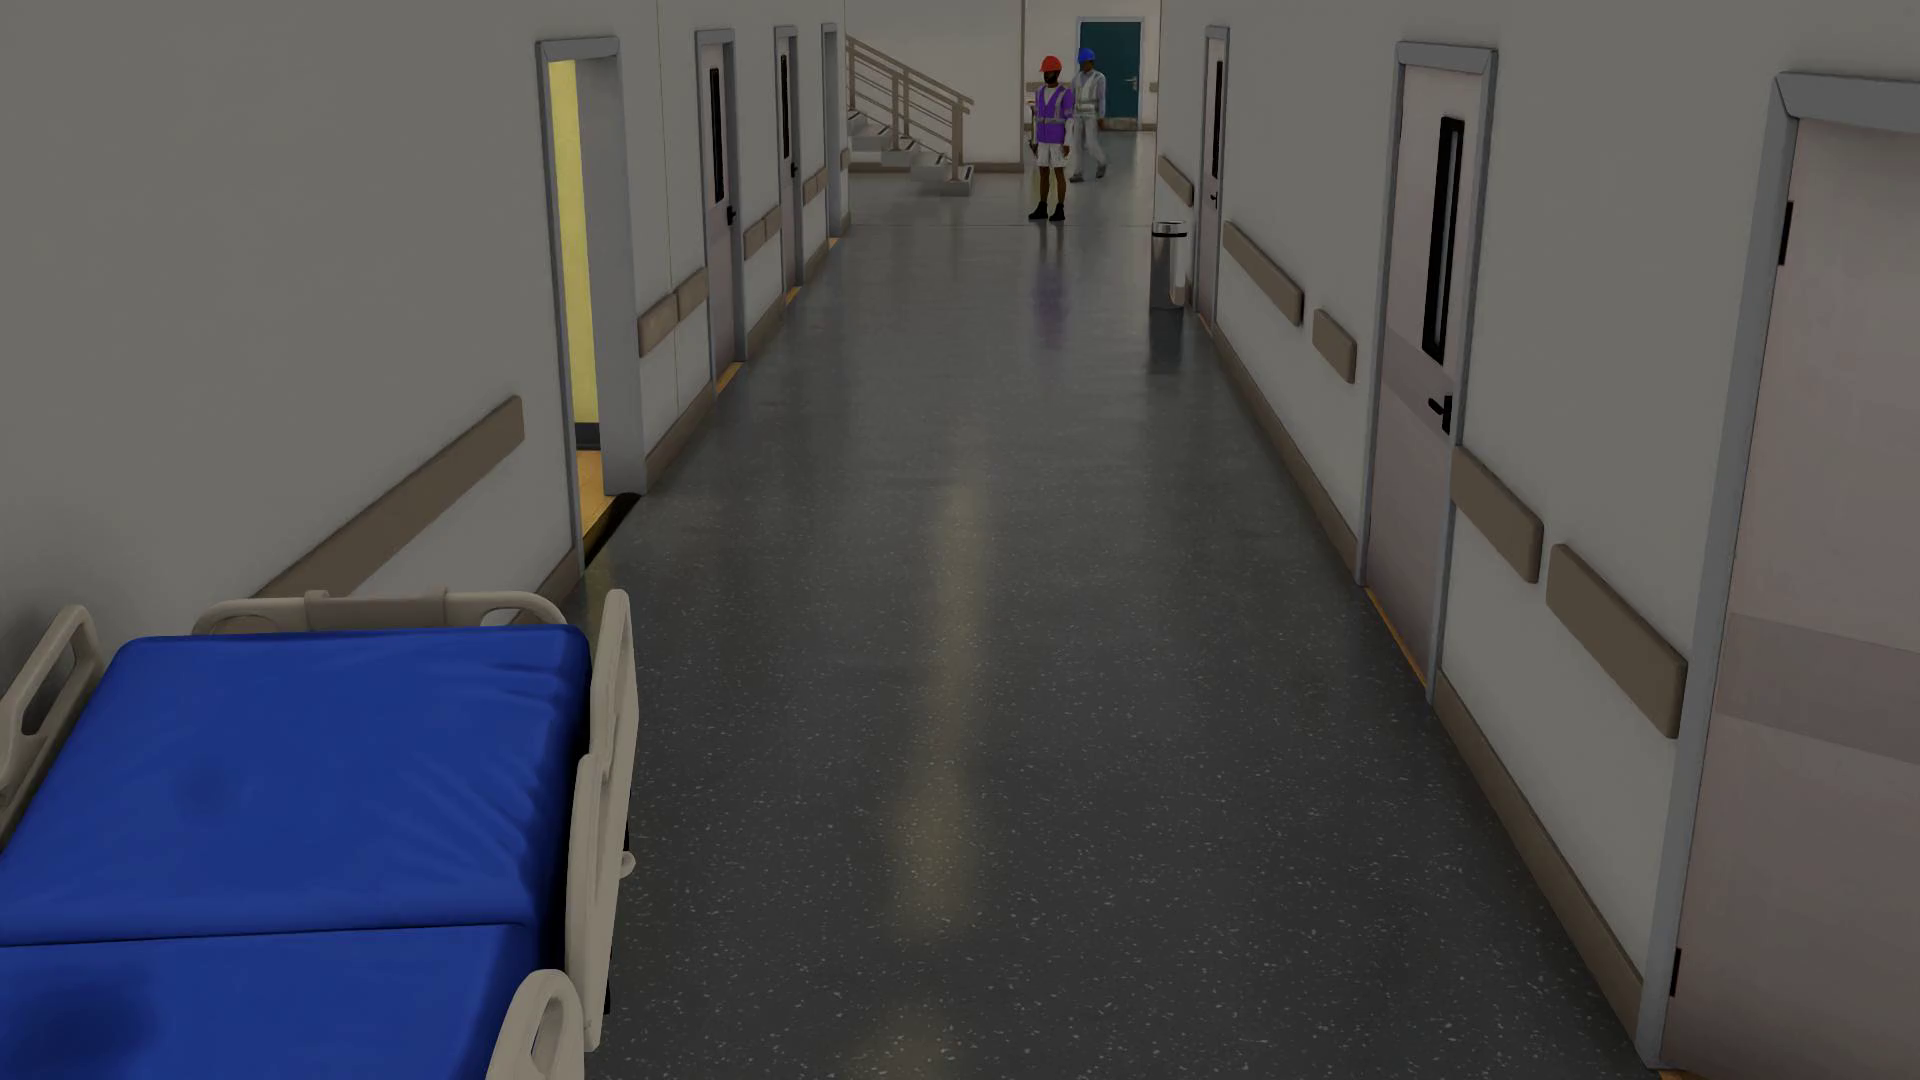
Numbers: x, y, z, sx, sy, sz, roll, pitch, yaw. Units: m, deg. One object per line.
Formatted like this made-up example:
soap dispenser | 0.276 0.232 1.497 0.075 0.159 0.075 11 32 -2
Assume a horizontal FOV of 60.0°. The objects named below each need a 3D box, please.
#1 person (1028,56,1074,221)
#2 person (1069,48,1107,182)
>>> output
person | 1.094 -4.823 20.015 0.543 1.939 0.370 14 22 37
person | 1.879 -6.268 24.572 0.584 1.927 0.621 -17 24 -42
